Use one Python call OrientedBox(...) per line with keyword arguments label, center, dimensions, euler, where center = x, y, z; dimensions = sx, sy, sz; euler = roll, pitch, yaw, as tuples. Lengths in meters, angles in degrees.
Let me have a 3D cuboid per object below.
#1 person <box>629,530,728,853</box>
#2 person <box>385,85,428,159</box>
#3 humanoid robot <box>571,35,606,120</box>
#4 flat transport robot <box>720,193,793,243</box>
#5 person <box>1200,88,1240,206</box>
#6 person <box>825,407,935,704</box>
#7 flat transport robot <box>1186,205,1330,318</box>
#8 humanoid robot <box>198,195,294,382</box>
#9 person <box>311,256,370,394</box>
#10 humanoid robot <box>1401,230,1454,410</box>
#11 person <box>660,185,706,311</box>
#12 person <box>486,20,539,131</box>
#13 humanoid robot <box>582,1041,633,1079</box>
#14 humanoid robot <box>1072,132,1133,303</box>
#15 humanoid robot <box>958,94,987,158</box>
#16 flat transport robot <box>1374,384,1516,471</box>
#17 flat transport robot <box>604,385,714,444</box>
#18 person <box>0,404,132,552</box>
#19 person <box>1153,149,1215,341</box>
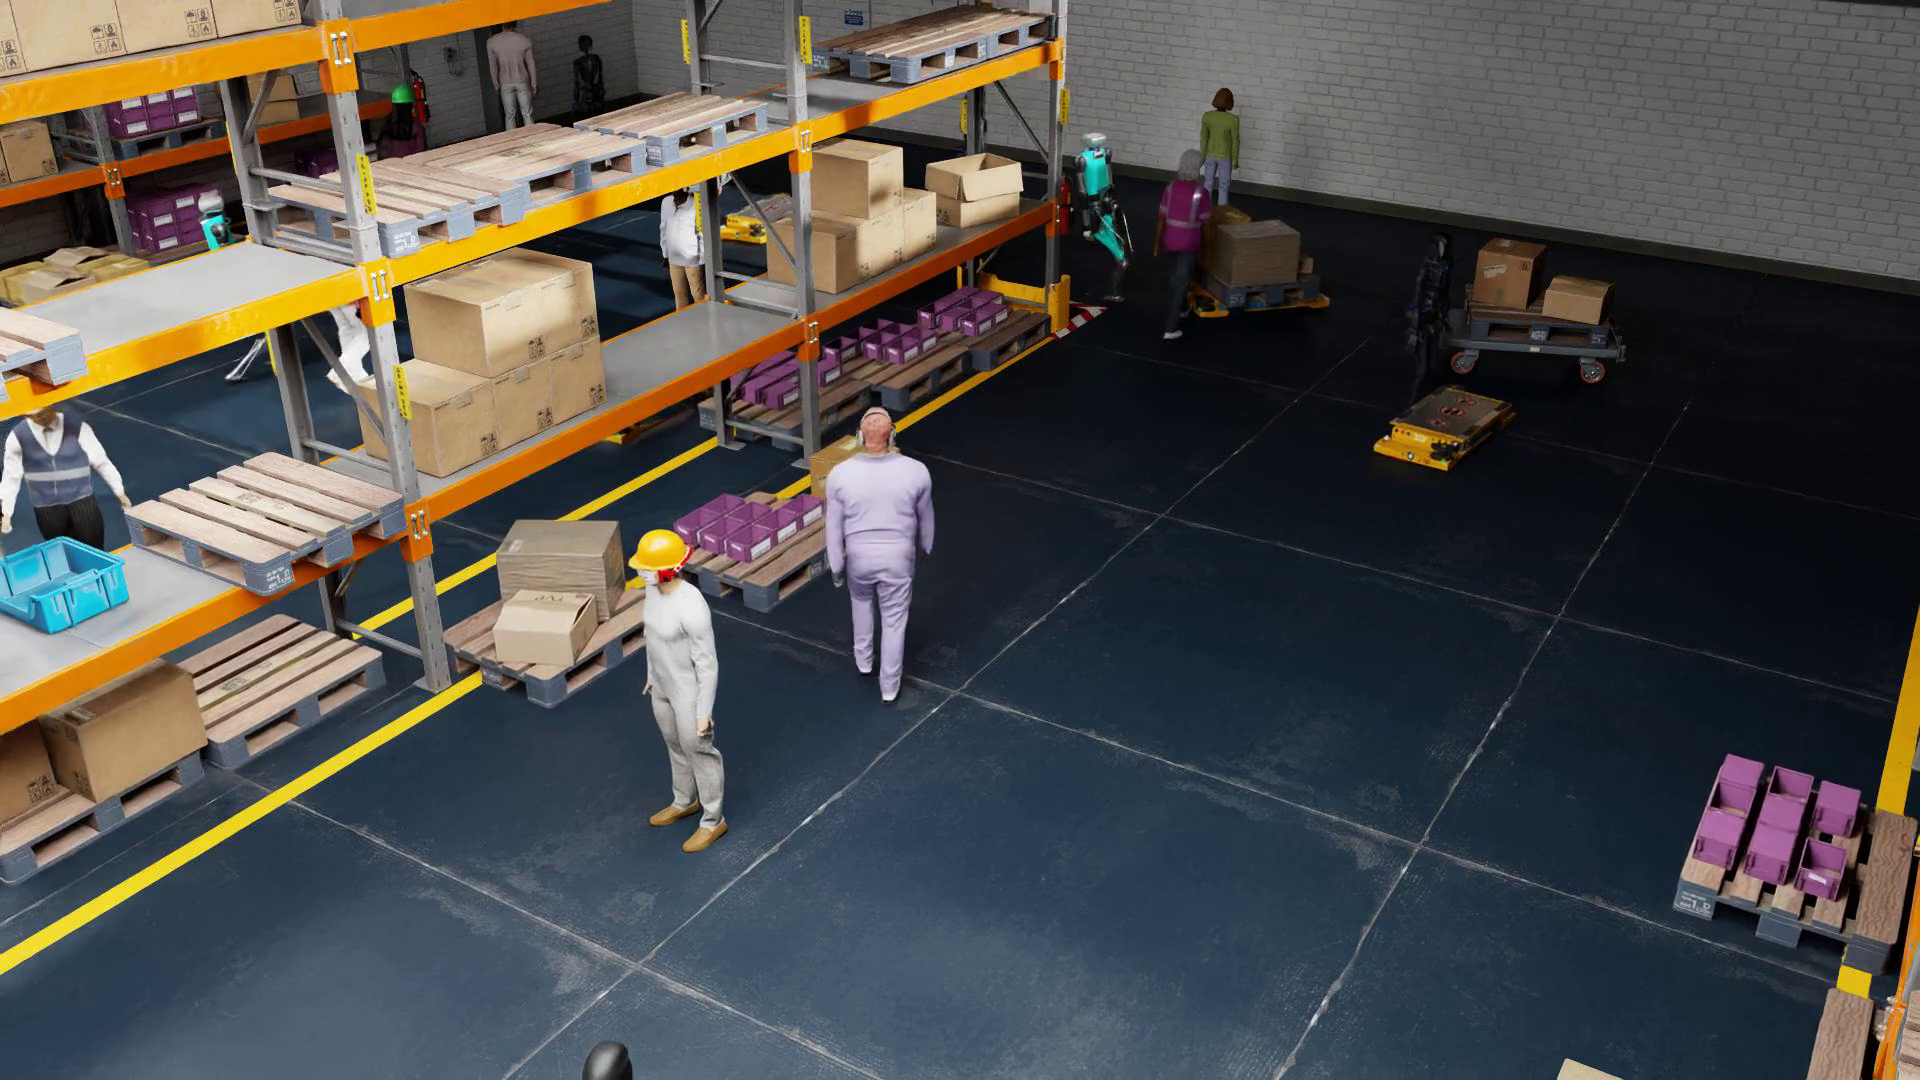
OrientedBox(label="person", center=(-1.495, 0.793, 8.845), dimensions=(0.377, 1.892, 0.567), euler=(-21, 34, -35))
OrientedBox(label="person", center=(-5.978, -4.052, 18.355), dimensions=(0.526, 1.917, 0.874), euler=(6, 28, 12))
OrientedBox(label="humanoid robot", center=(-4.973, -5.934, 22.331), dimensions=(0.325, 1.654, 0.584), euler=(14, 30, 25))
OrientedBox(label="flat transport robot", center=(-2.243, -3.817, 19.719), dimensions=(0.659, 0.231, 1.431), euler=(13, 30, 24))
OrientedBox(label="person", center=(3.039, -4.468, 19.490), dimensions=(0.498, 1.633, 0.284), euler=(19, 33, 33))
OrientedBox(label="person", center=(-0.485, 0.065, 10.298), dimensions=(0.654, 1.880, 0.713), euler=(1, 27, 1))
OrientedBox(label="flat transport robot", center=(3.030, -2.533, 17.188), dimensions=(1.431, 0.231, 0.659), euler=(-7, 28, -13))
OrientedBox(label="humanoid robot", center=(-6.399, -2.280, 15.078), dimensions=(0.924, 1.758, 0.553), euler=(-16, 31, -29))
OrientedBox(label="person", center=(-5.479, -2.149, 14.719), dimensions=(0.630, 1.828, 0.538), euler=(18, 32, 31))
OrientedBox(label="humanoid robot", center=(4.034, -1.874, 14.344), dimensions=(0.303, 1.651, 0.609), euler=(24, 35, 38))
OrientedBox(label="person", center=(-2.635, -2.711, 15.899), dimensions=(0.561, 1.751, 0.324), euler=(15, 30, 27))
OrientedBox(label="person", center=(-6.013, -6.157, 22.488), dimensions=(0.629, 1.940, 0.373), euler=(-4, 27, -7))
OrientedBox(label="humanoid robot", center=(-1.166, 2.417, 5.906), dimensions=(0.599, 1.627, 0.727), euler=(-2, 27, -3))
OrientedBox(label="humanoid robot", center=(1.553, -3.165, 16.912), dimensions=(0.809, 1.850, 0.538), euler=(22, 34, 36))
OrientedBox(label="humanoid robot", center=(0.098, -4.372, 19.303), dimensions=(0.707, 1.647, 0.583), euler=(-11, 29, -20))
OrientedBox(label="flat transport robot", center=(4.131, -0.964, 14.097), dimensions=(0.659, 0.231, 1.431), euler=(20, 33, 34))
OrientedBox(label="flat transport robot", center=(-2.725, -1.216, 14.594), dimensions=(0.659, 0.231, 1.431), euler=(16, 31, 28))
OrientedBox(label="person", center=(-5.994, -0.257, 11.122), dimensions=(0.779, 1.697, 0.888), euler=(-12, 29, -22))
OrientedBox(label="person", center=(2.230, -2.908, 16.227), dimensions=(0.559, 1.808, 0.939), euler=(17, 31, 30))
